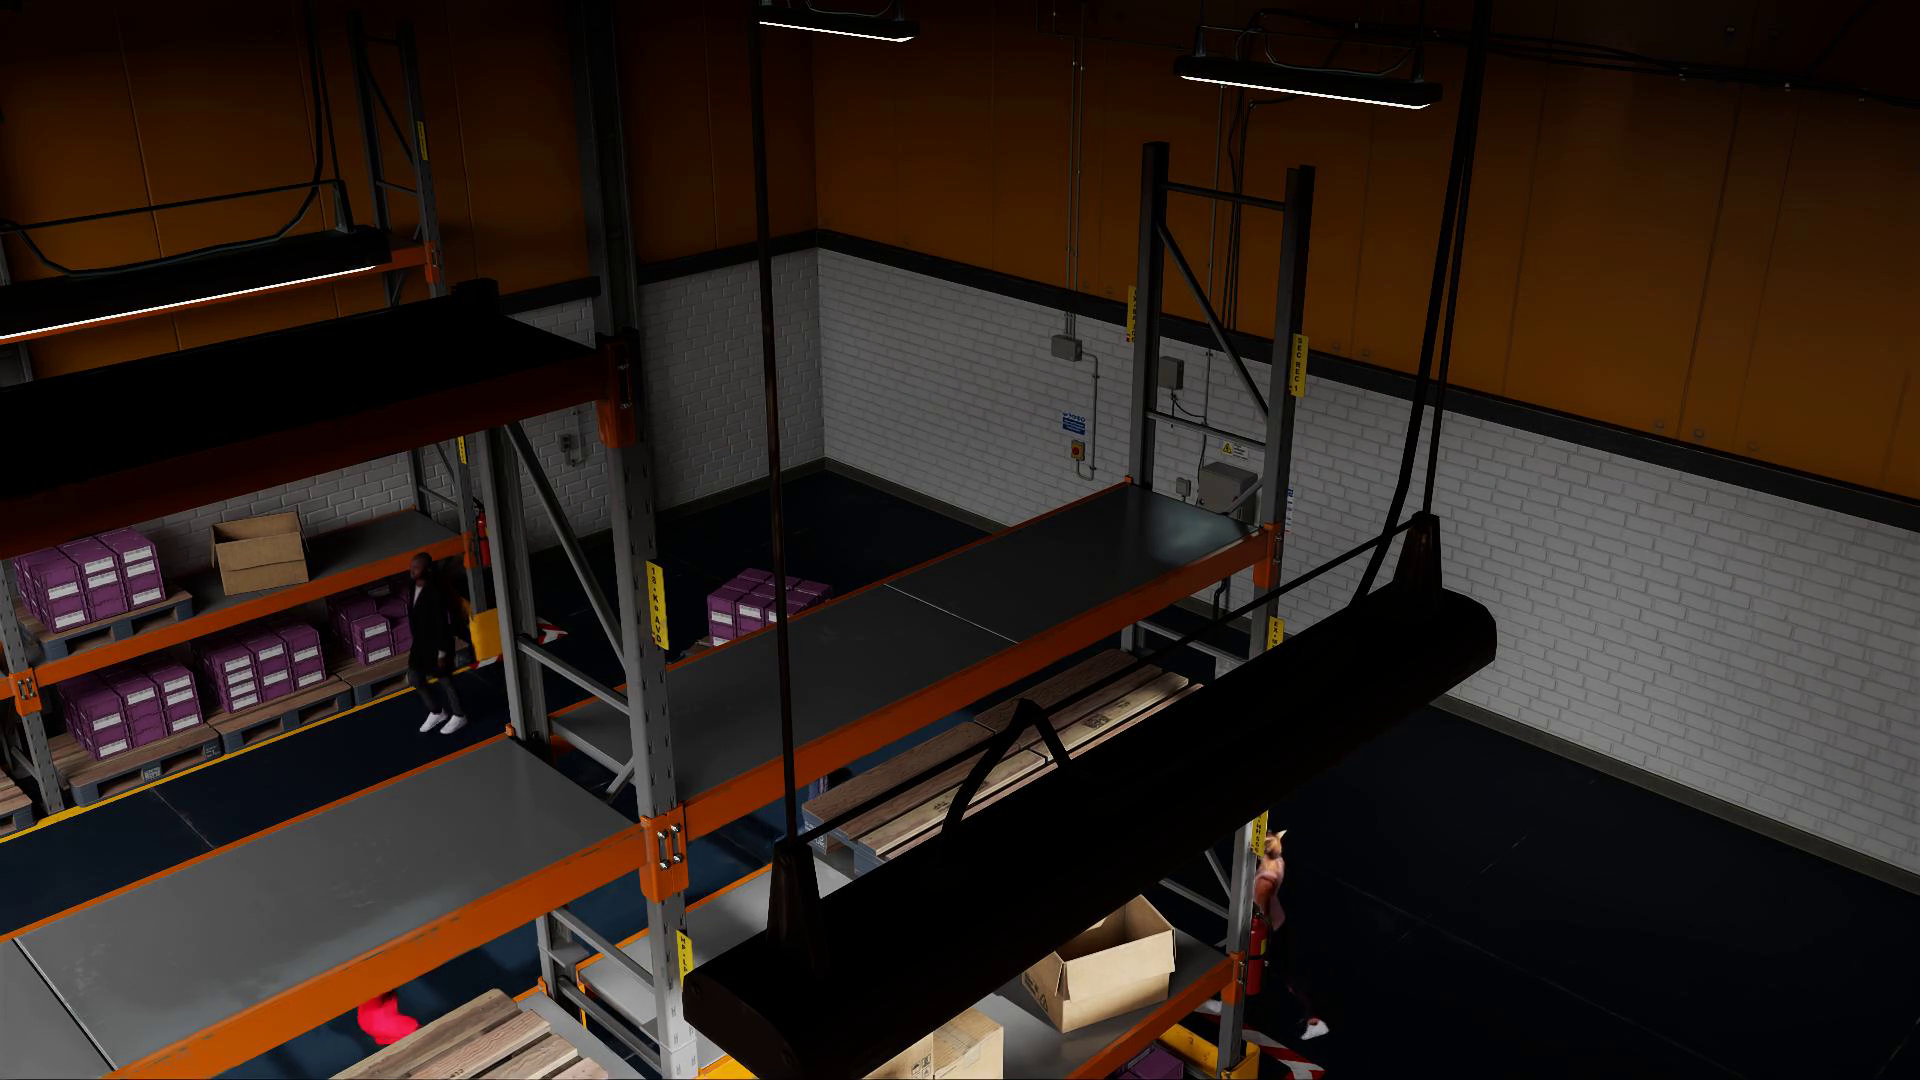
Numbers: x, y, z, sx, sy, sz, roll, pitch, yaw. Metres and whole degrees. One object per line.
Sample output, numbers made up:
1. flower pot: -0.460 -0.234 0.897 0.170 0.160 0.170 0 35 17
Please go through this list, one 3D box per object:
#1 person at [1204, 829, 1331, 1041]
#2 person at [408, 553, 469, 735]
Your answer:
1. person: 2.098 2.607 10.948 0.740 1.629 1.065 18 29 35
2. person: -4.581 0.894 14.723 0.686 1.744 0.679 19 30 36
